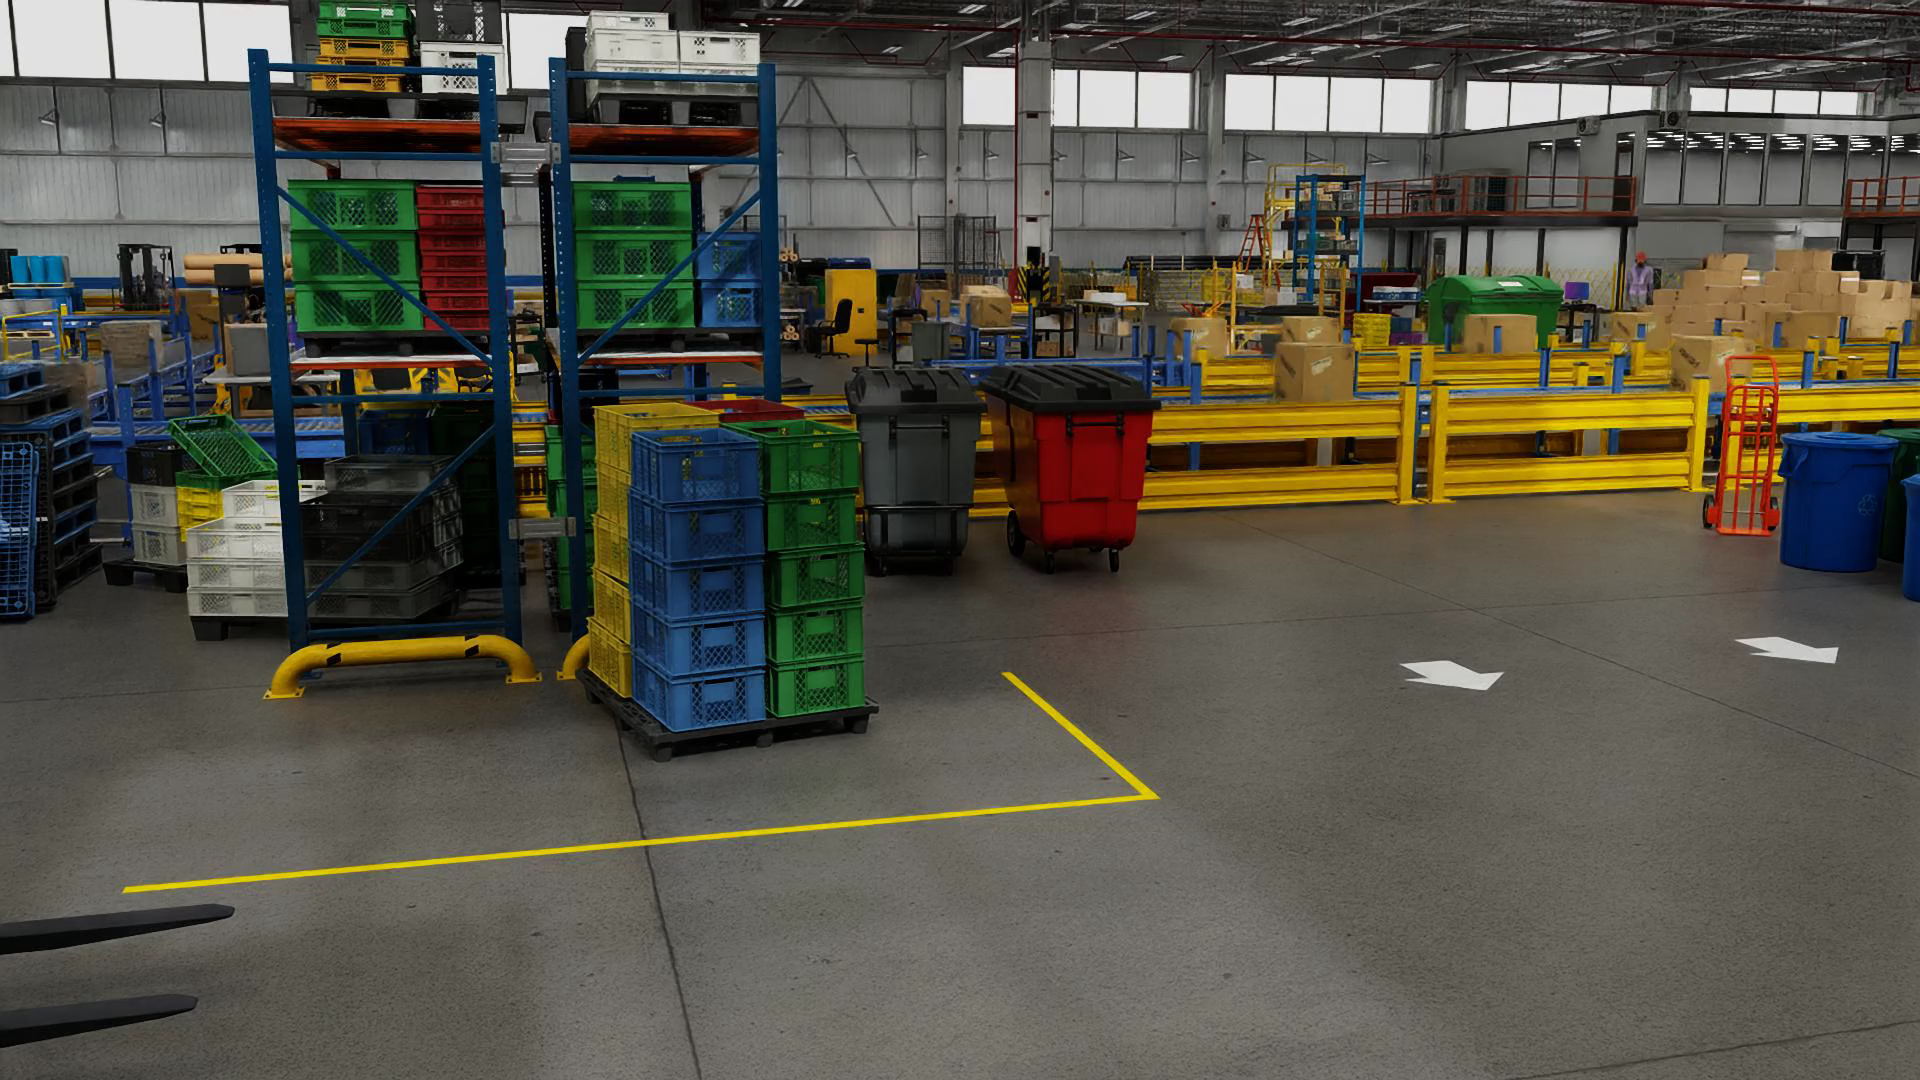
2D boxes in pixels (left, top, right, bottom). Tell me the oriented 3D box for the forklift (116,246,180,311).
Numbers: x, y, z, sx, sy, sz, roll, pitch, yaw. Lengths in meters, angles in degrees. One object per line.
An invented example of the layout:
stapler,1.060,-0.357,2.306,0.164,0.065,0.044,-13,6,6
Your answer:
forklift,-19.966,-6.232,40.894,1.157,1.987,2.680,-3,10,-15

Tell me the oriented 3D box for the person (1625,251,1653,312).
person,16.299,-5.922,39.964,0.616,2.010,0.538,5,11,28

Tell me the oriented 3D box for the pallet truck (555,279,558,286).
pallet truck,-10.604,-6.375,44.520,0.653,1.274,1.630,-3,10,-15

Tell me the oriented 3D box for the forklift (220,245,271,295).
forklift,-17.749,-6.334,41.440,1.157,1.987,2.680,-3,10,-17

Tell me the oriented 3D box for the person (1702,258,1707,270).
person,19.296,-6.377,43.080,0.567,1.827,1.052,-3,10,-15
